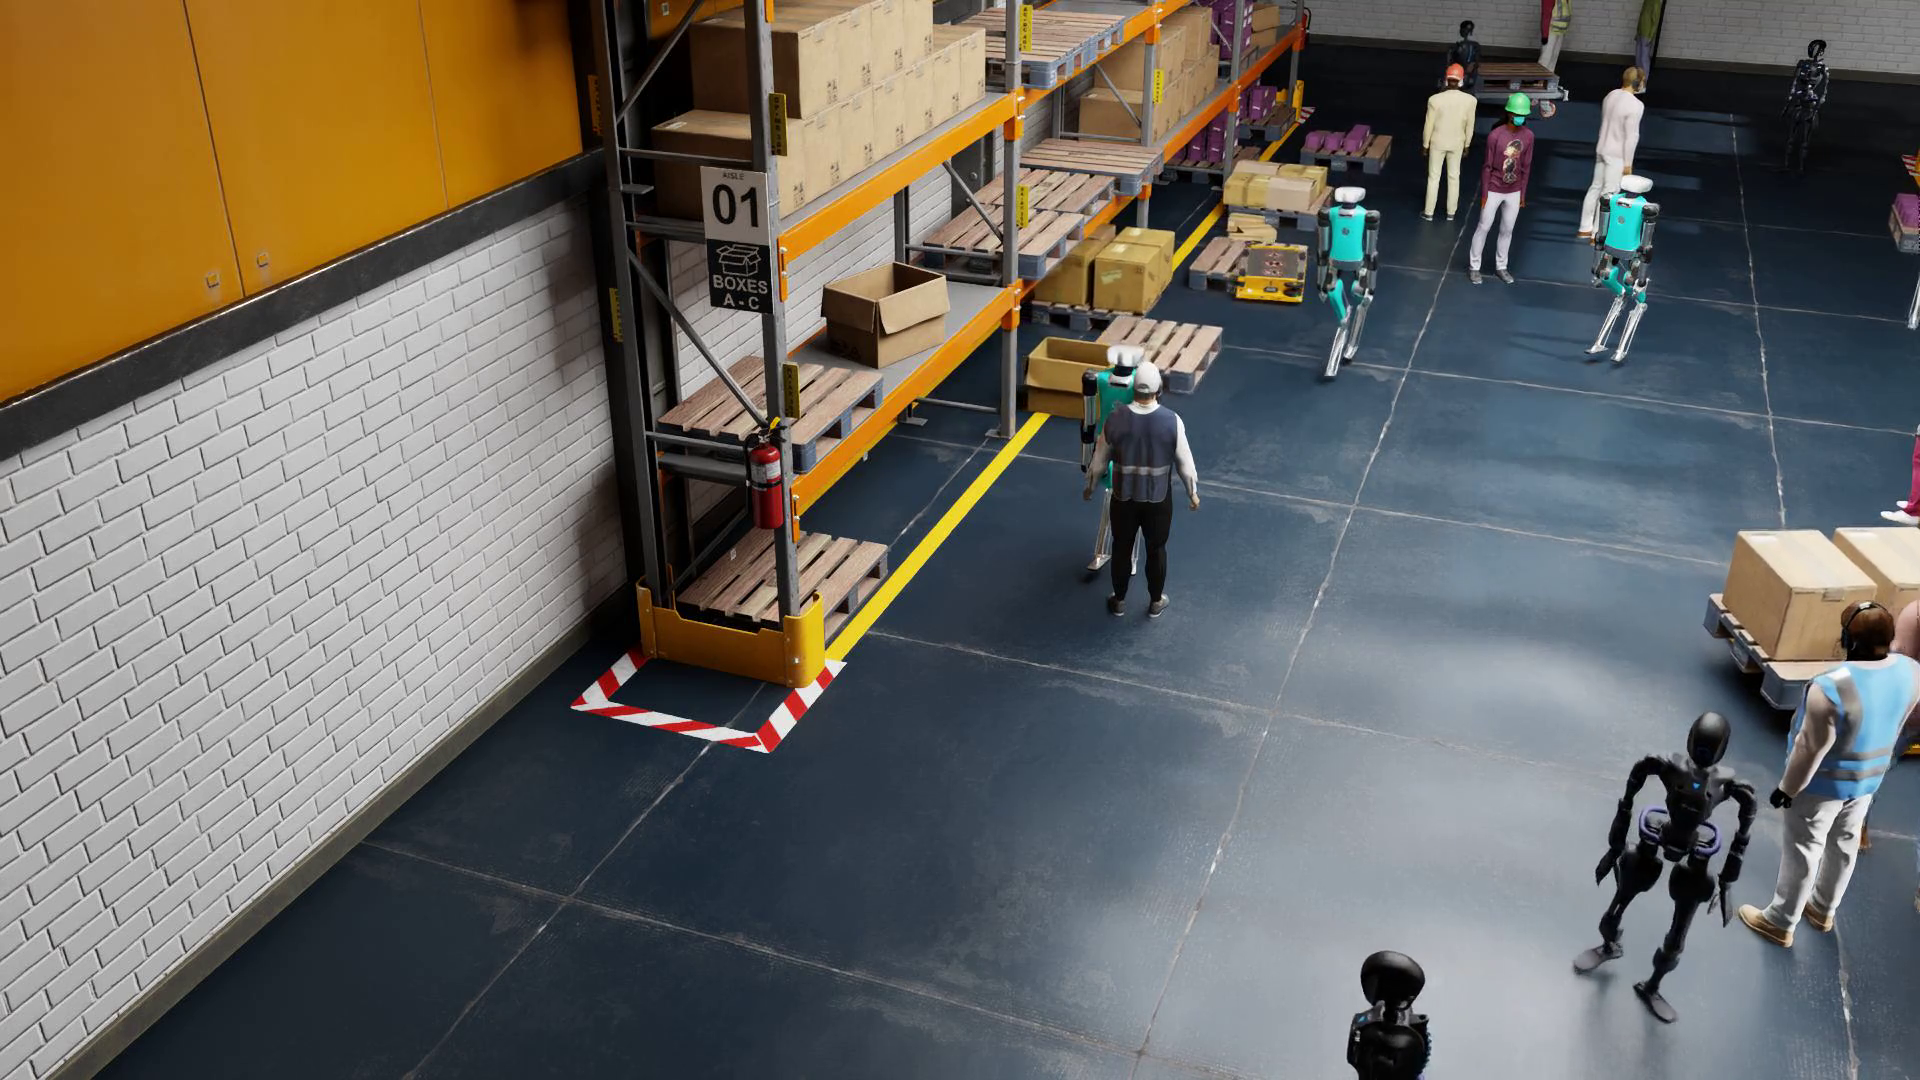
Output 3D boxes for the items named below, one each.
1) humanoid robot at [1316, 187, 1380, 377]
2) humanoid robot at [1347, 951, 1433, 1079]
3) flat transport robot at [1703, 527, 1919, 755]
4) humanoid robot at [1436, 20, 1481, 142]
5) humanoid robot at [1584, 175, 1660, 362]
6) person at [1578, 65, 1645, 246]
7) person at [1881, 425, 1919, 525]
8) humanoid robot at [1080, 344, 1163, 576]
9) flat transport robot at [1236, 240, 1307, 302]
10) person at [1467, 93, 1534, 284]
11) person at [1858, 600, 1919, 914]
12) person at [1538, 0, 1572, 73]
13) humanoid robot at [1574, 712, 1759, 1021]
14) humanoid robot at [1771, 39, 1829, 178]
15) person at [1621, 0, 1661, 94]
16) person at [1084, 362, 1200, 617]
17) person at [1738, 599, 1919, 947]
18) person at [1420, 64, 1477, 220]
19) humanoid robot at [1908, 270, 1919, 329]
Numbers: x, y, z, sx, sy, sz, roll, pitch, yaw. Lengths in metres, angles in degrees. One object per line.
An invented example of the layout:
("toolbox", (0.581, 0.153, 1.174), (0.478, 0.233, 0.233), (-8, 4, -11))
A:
("humanoid robot", (3.425, -2.291, 14.622), (0.560, 1.747, 1.044), (12, 30, 23))
("humanoid robot", (1.476, 2.139, 6.090), (0.736, 1.629, 0.607), (8, 28, 15))
("flat transport robot", (5.292, 0.843, 10.116), (0.659, 0.231, 1.431), (-1, 27, -1))
("humanoid robot", (6.546, -5.919, 21.706), (0.605, 1.645, 0.461), (-12, 29, -21))
("humanoid robot", (5.940, -2.431, 14.720), (0.735, 1.675, 0.533), (-22, 34, -36))
("person", (7.097, -4.161, 18.025), (0.391, 1.927, 0.641), (-4, 28, -9))
("person", (7.040, -0.886, 11.989), (0.500, 1.628, 0.287), (-23, 35, -37))
("humanoid robot", (1.110, -0.590, 11.148), (0.533, 1.677, 0.735), (8, 28, 16))
("flat transport robot", (3.214, -2.762, 17.108), (0.659, 0.231, 1.431), (5, 28, 11))
("person", (5.497, -3.551, 16.821), (0.487, 1.942, 0.436), (-3, 27, -5))
("person", (4.806, 0.895, 8.196), (0.622, 1.928, 1.062), (4, 28, 8))
("person", (8.809, -7.540, 24.677), (0.429, 1.831, 0.633), (23, 35, 37))
("humanoid robot", (3.192, 1.417, 7.473), (0.602, 1.646, 0.459), (13, 30, 23))
("humanoid robot", (10.431, -5.330, 20.537), (0.315, 1.657, 0.599), (-9, 29, -16))
("person", (10.222, -7.515, 24.835), (0.272, 1.632, 0.507), (-1, 27, -2))
("person", (1.171, -0.308, 10.722), (0.748, 1.758, 0.430), (4, 28, 8))
("person", (4.119, 1.111, 7.886), (0.618, 1.839, 0.431), (-10, 29, -18))
("person", (5.516, -4.508, 18.878), (0.562, 1.746, 0.337), (1, 27, 3))
("humanoid robot", (9.251, -2.803, 15.508), (0.530, 1.723, 0.731), (10, 29, 19))
